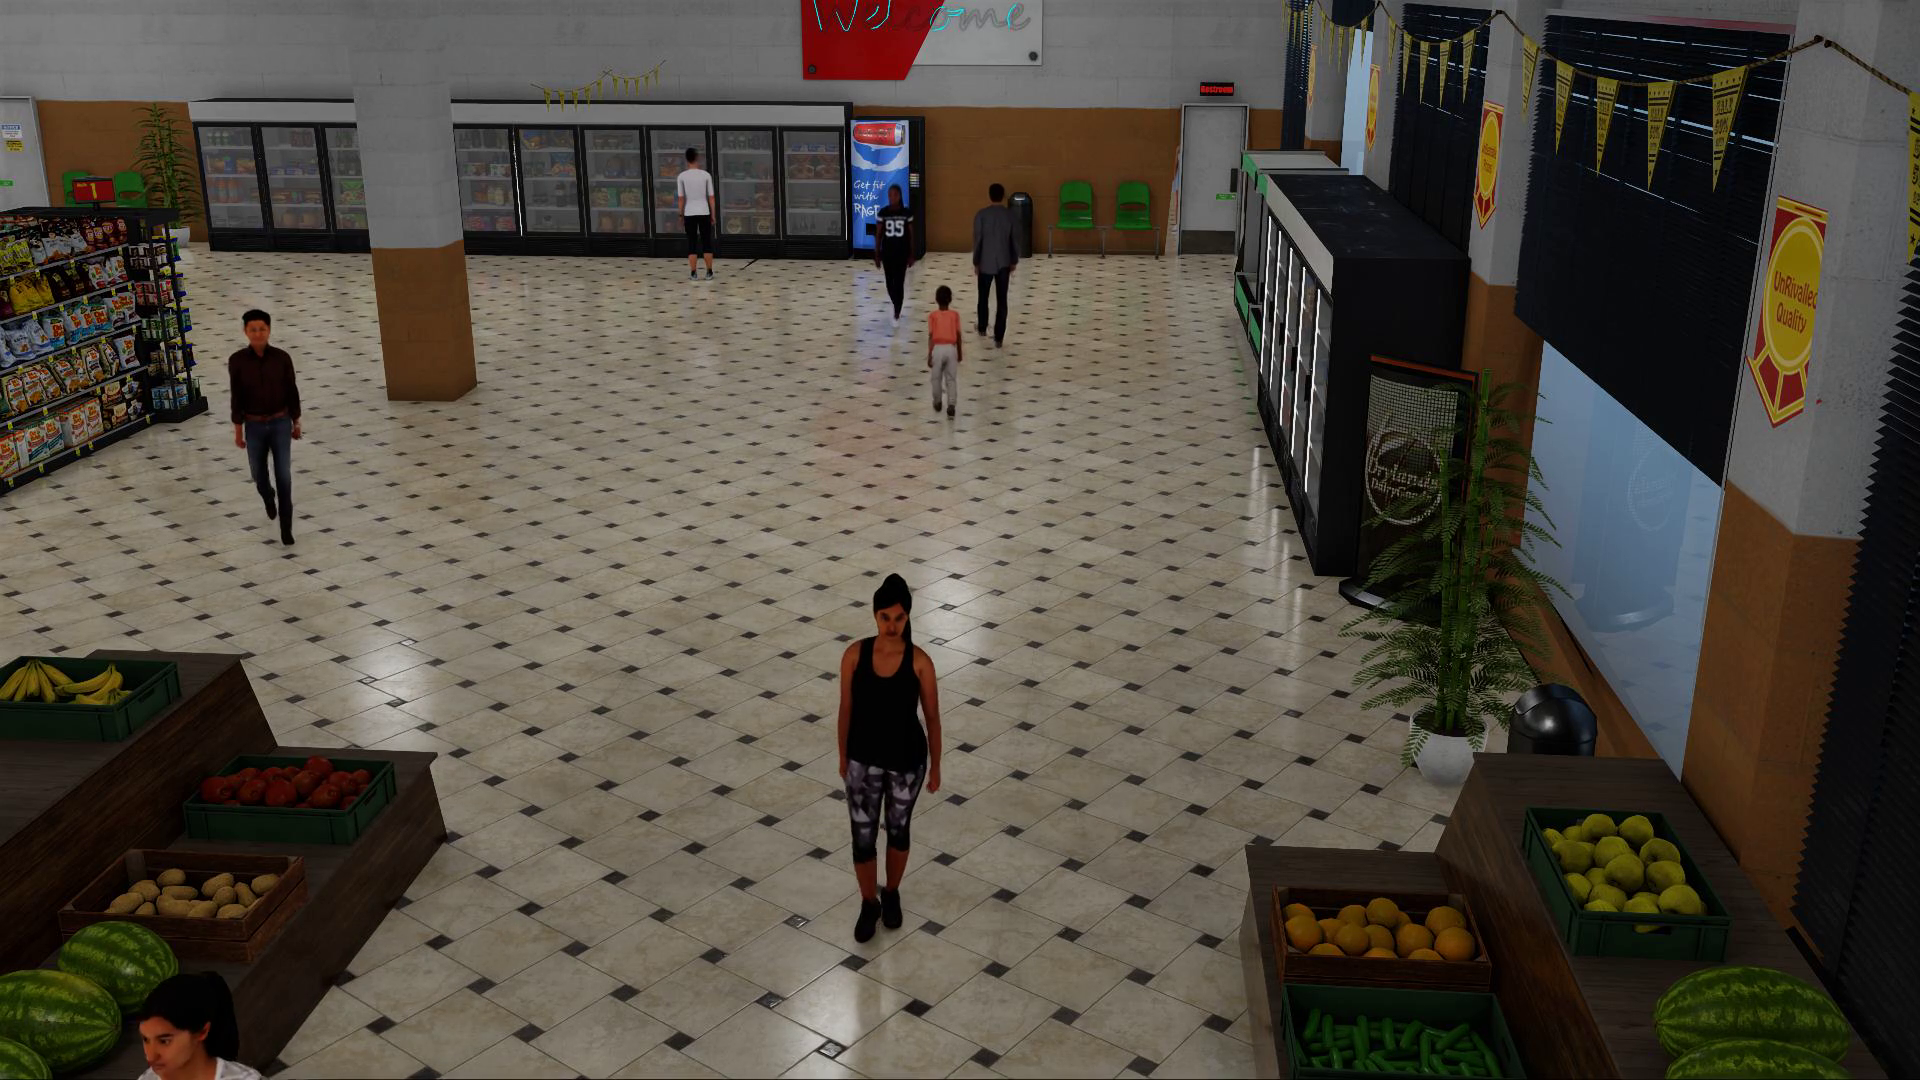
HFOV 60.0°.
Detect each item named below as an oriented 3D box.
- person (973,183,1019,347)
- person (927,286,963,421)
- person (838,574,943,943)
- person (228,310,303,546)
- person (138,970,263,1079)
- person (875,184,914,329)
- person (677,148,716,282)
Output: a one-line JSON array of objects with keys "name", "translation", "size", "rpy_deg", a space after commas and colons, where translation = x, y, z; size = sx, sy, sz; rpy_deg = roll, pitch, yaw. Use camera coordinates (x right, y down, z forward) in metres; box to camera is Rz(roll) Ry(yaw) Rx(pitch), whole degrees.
[{"name": "person", "translation": [0.417, -3.166, 19.301], "size": [0.836, 1.841, 1.081], "rpy_deg": [-2, 19, -5]}, {"name": "person", "translation": [-0.139, -1.788, 16.070], "size": [0.643, 1.293, 0.953], "rpy_deg": [-2, 19, -7]}, {"name": "person", "translation": [-0.320, 0.931, 7.431], "size": [0.628, 1.661, 0.635], "rpy_deg": [0, 19, 1]}, {"name": "person", "translation": [-5.272, -0.872, 12.626], "size": [0.966, 1.758, 1.165], "rpy_deg": [-8, 20, -23]}, {"name": "person", "translation": [-1.980, 1.899, 4.629], "size": [0.573, 1.617, 1.067], "rpy_deg": [2, 19, 6]}, {"name": "person", "translation": [-0.796, -3.514, 20.555], "size": [0.627, 1.698, 1.124], "rpy_deg": [1, 19, 4]}, {"name": "person", "translation": [-3.728, -4.616, 23.583], "size": [0.729, 1.851, 0.670], "rpy_deg": [-3, 19, -10]}]
